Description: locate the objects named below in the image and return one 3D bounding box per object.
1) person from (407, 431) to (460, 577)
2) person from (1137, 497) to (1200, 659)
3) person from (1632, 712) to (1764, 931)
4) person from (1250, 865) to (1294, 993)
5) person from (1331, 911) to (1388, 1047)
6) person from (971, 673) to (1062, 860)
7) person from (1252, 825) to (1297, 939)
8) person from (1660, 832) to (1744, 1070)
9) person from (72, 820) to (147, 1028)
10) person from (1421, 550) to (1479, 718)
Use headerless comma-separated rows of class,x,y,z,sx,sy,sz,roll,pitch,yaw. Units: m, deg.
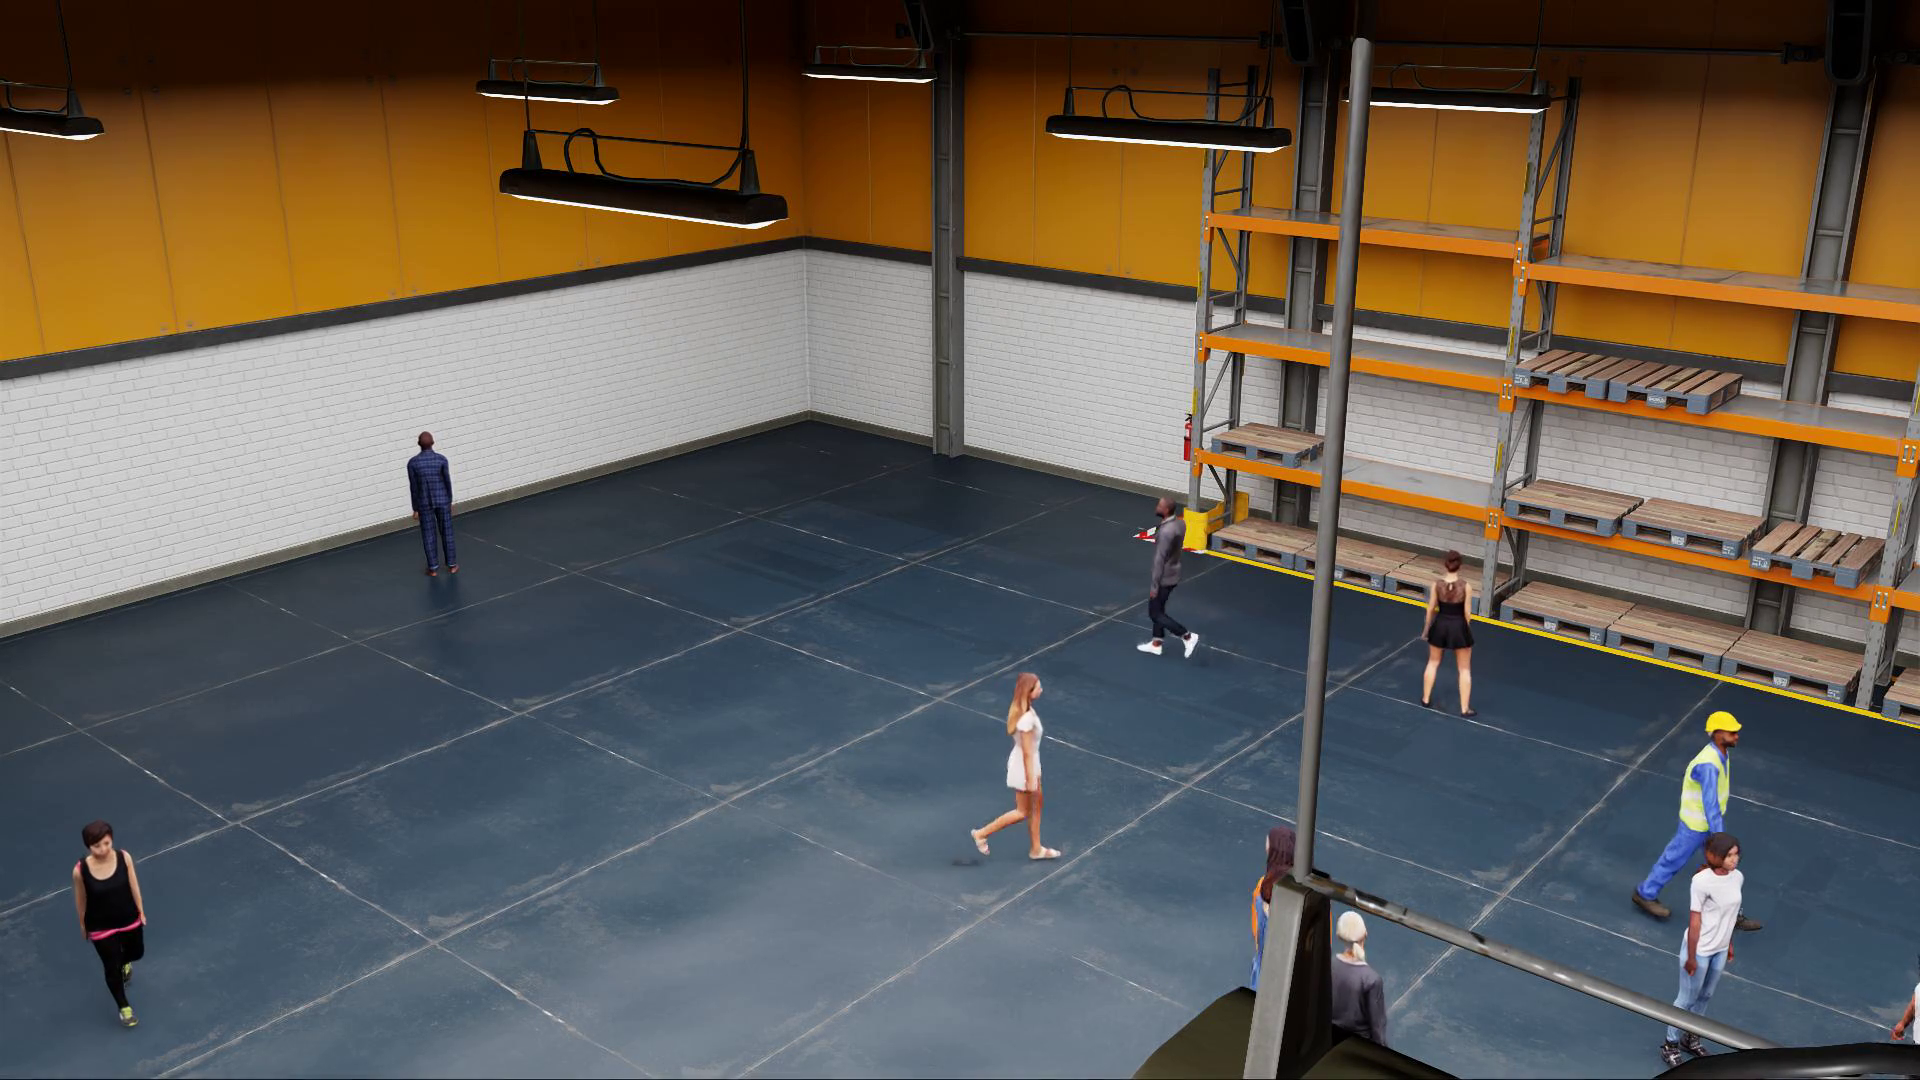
person,-6.464,-0.456,20.418,0.755,1.819,0.765,-8,20,-22
person,2.275,0.430,17.813,1.053,1.802,0.918,7,20,19
person,5.604,2.145,12.762,1.160,1.775,0.672,16,24,39
person,1.915,2.892,10.525,0.977,1.787,1.021,-7,20,-20
person,2.370,3.079,10.088,0.761,1.712,0.563,-16,24,-40
person,0.451,1.890,13.672,1.036,1.678,0.961,-1,19,-4
person,2.202,2.729,11.091,0.911,1.735,0.684,17,25,42
person,4.976,2.732,11.106,0.661,1.719,0.651,-9,21,-25
person,-5.975,2.634,11.700,0.656,1.526,0.932,-14,23,-37
person,4.856,0.912,16.580,0.713,1.674,0.918,9,21,26
